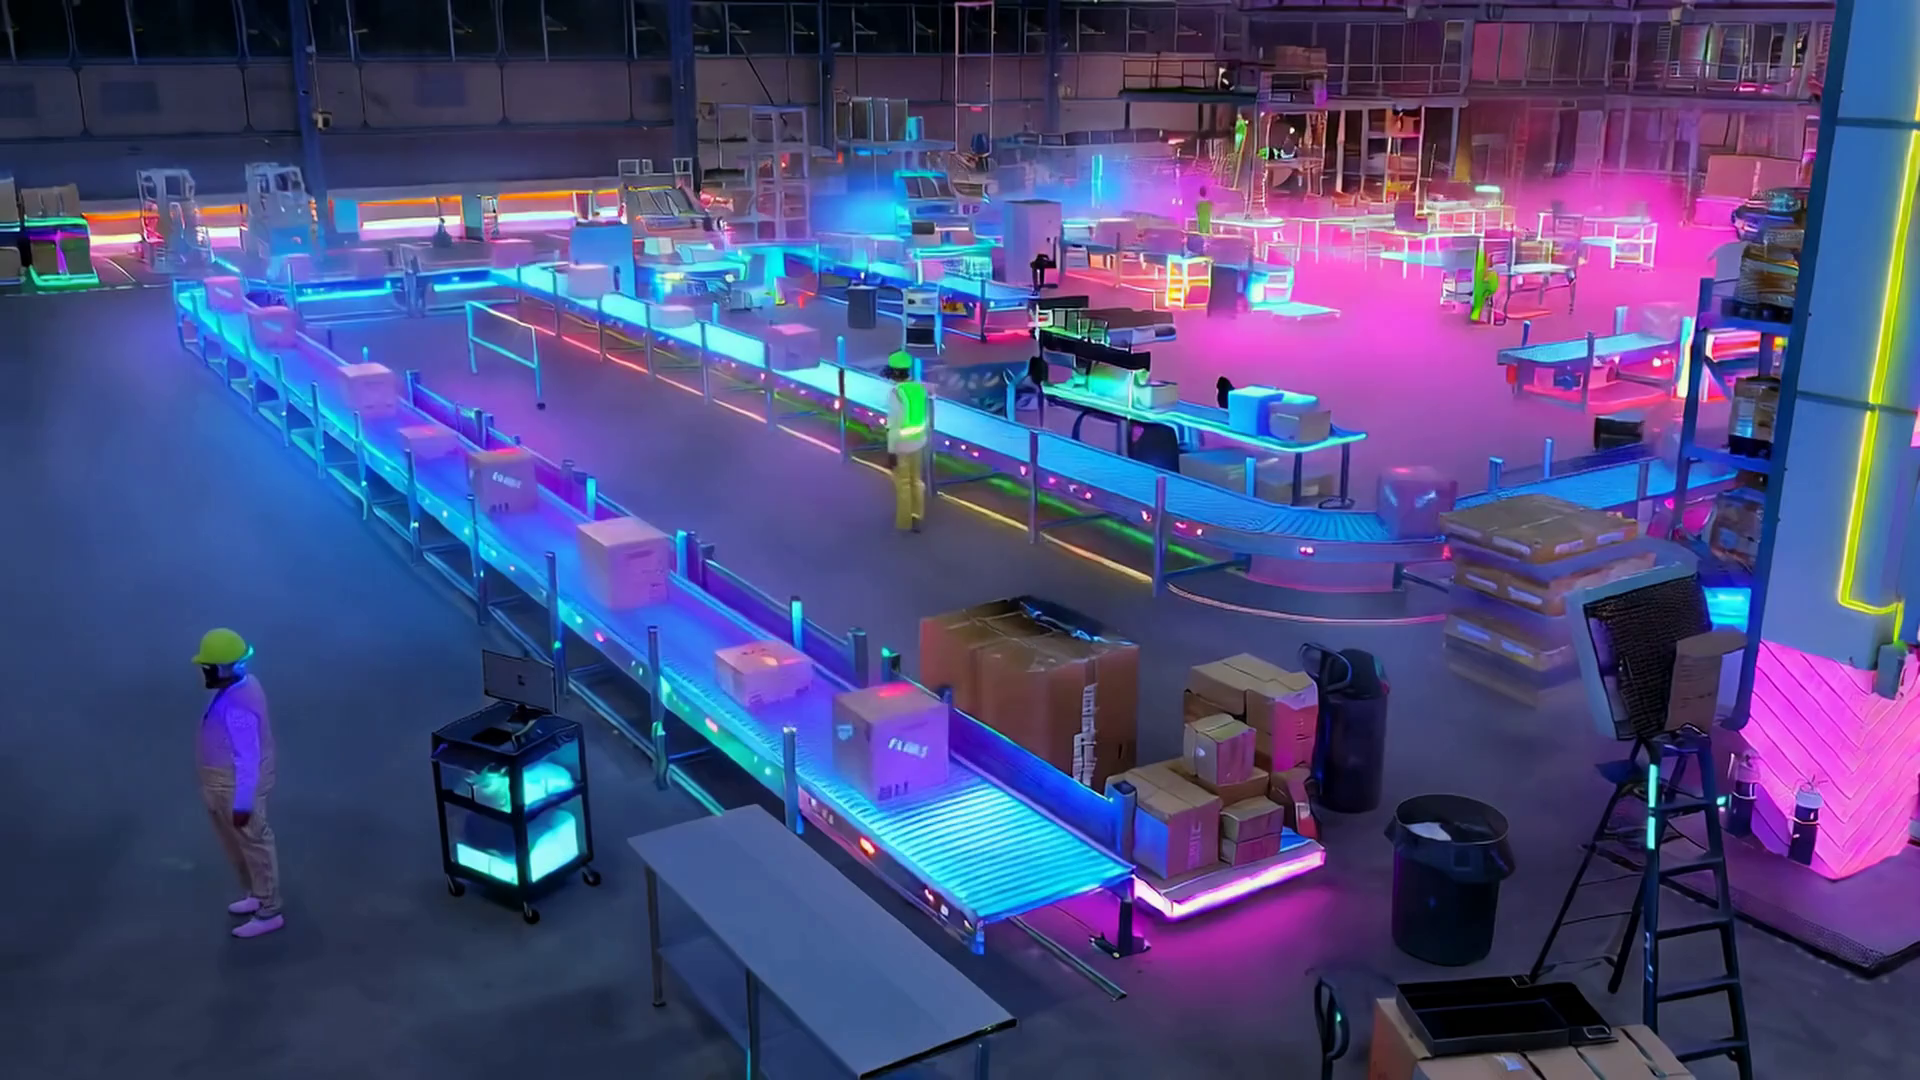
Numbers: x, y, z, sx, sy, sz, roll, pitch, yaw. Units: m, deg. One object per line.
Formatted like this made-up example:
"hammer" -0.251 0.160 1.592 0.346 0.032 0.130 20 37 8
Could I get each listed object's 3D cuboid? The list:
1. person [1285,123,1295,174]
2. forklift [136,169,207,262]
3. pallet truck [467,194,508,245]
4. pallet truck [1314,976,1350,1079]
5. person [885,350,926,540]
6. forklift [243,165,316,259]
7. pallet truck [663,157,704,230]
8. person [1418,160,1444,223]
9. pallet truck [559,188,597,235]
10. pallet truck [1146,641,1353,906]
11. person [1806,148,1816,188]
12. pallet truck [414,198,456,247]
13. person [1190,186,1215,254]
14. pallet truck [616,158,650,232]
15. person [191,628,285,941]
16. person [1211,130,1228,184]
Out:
"person" 12.661 -15.016 63.802 0.356 1.930 0.589 5 17 15
"forklift" -17.842 -7.318 37.559 1.157 1.987 2.680 -10 20 -31
"pallet truck" -11.983 -8.177 42.137 0.704 1.261 1.522 -11 20 -33
"pallet truck" 2.299 2.390 7.086 1.601 1.201 0.680 -2 17 -7
"person" -0.576 -0.977 17.055 0.404 1.945 0.615 9 19 28
"forklift" -15.898 -7.669 38.708 1.157 1.987 2.680 -11 20 -33
"pallet truck" -7.586 -9.308 44.692 0.823 1.965 1.885 -11 20 -33
"person" 13.394 -9.851 46.975 0.532 1.724 0.900 -6 18 -20
"pallet truck" -10.010 -8.652 43.699 0.653 1.274 1.630 -10 20 -31
"pallet truck" 1.664 1.407 10.232 1.630 1.274 0.653 -10 20 -31
"person" 25.179 -10.597 49.093 0.553 1.936 0.370 -13 21 -37
"pallet truck" -13.250 -8.060 41.856 0.680 1.201 1.601 -10 20 -31
"person" 5.398 -6.967 37.145 0.561 1.855 0.400 -6 18 -18
"pallet truck" -8.918 -9.176 44.255 0.823 1.965 1.885 -9 19 -27
"person" -4.086 1.370 9.444 0.404 1.833 0.590 -7 18 -23
"person" 9.298 -13.736 59.623 0.587 1.882 0.342 6 18 20
